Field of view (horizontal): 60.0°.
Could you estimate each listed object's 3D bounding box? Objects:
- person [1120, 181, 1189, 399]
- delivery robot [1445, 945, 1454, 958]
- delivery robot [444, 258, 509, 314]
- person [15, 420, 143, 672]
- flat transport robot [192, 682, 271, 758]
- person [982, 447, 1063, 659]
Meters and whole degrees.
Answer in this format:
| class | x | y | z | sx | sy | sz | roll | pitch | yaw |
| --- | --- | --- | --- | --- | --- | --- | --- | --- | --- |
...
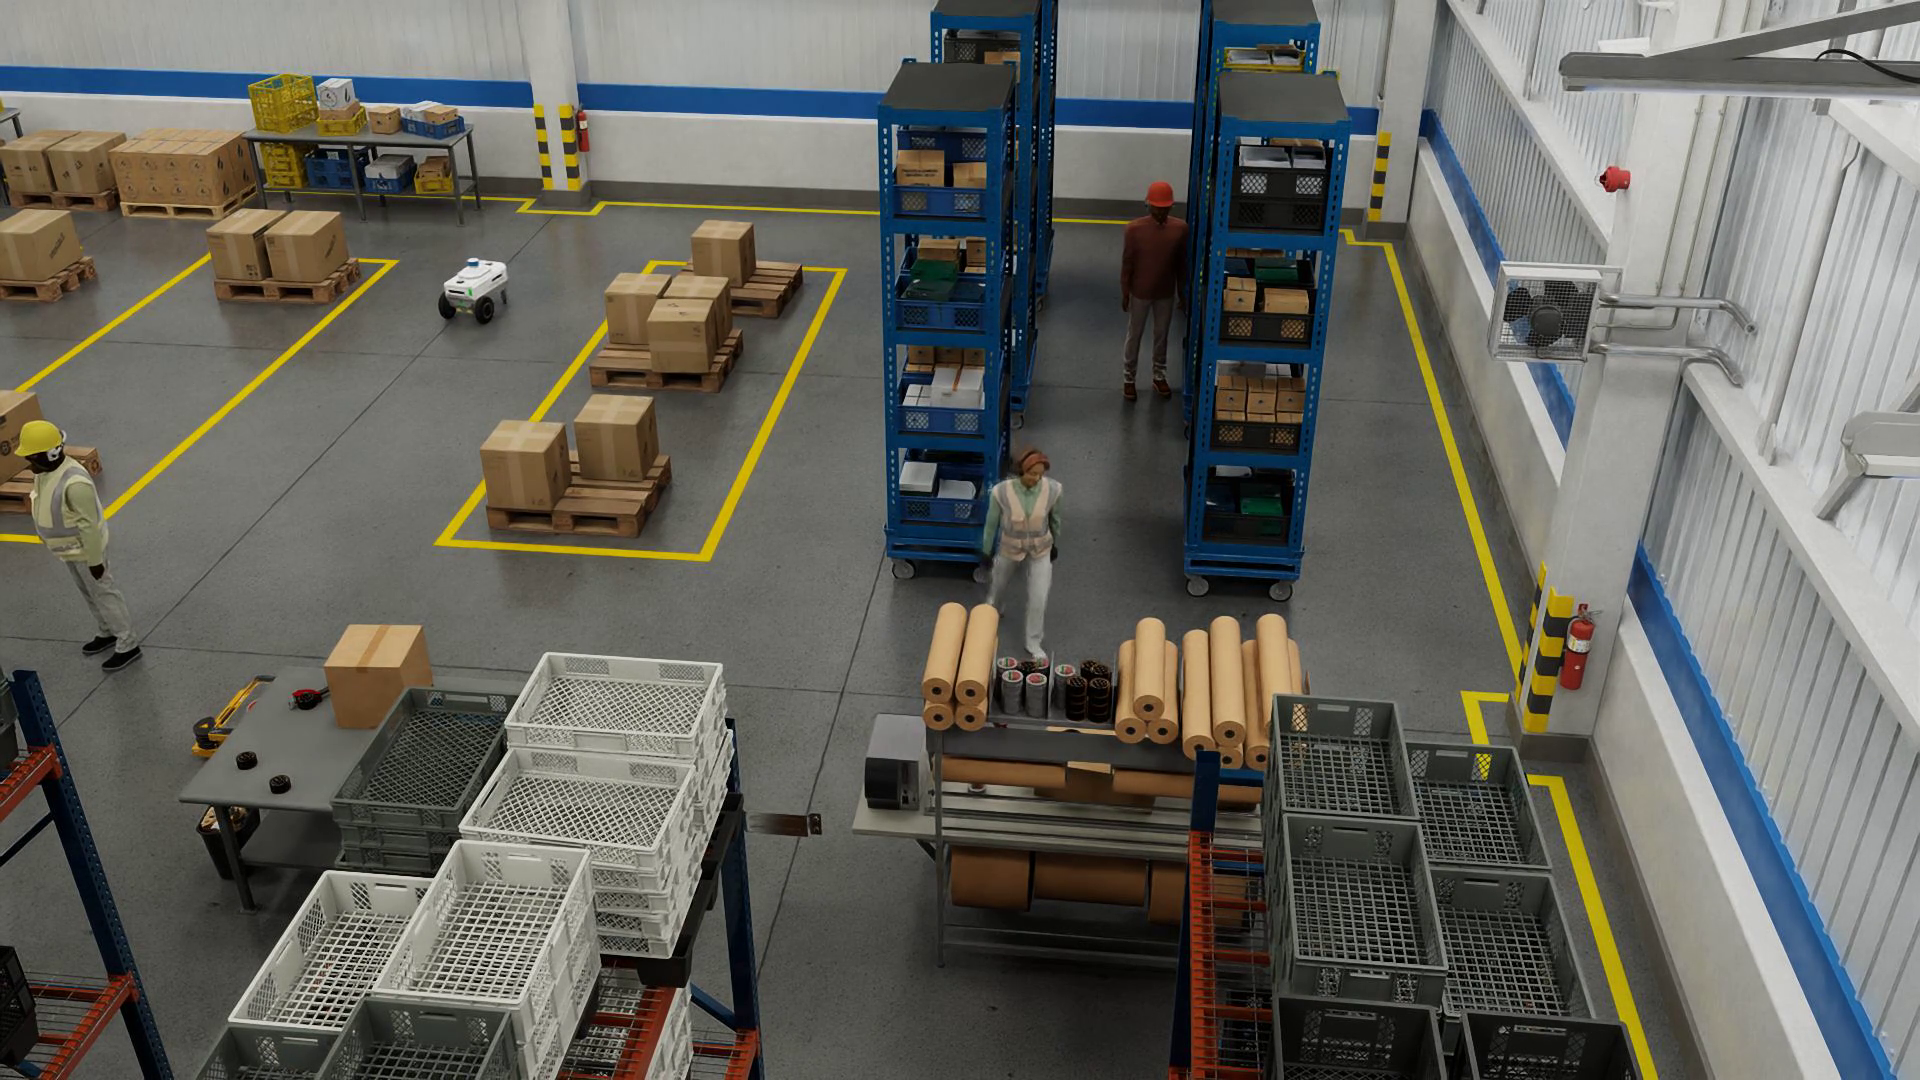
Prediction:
| class | x | y | z | sx | sy | sz | roll | pitch | yaw |
| --- | --- | --- | --- | --- | --- | --- | --- | --- | --- |
| person | 1.717 | -2.217 | 14.754 | 0.608 | 1.995 | 0.377 | -5 | 31 | -9 |
| delivery robot | 2.460 | 1.919 | 8.979 | 0.477 | 0.478 | 0.707 | -4 | 31 | -7 |
| delivery robot | -4.862 | -2.590 | 16.725 | 0.477 | 0.478 | 0.707 | 10 | 32 | 16 |
| person | -5.890 | 0.021 | 11.078 | 0.589 | 1.824 | 0.403 | 26 | 39 | 37 |
| flat transport robot | -4.089 | 1.163 | 10.648 | 1.431 | 0.197 | 0.652 | 3 | 30 | 6 |
| person | 0.394 | 0.020 | 11.299 | 0.563 | 1.601 | 0.650 | -3 | 30 | -5 |
